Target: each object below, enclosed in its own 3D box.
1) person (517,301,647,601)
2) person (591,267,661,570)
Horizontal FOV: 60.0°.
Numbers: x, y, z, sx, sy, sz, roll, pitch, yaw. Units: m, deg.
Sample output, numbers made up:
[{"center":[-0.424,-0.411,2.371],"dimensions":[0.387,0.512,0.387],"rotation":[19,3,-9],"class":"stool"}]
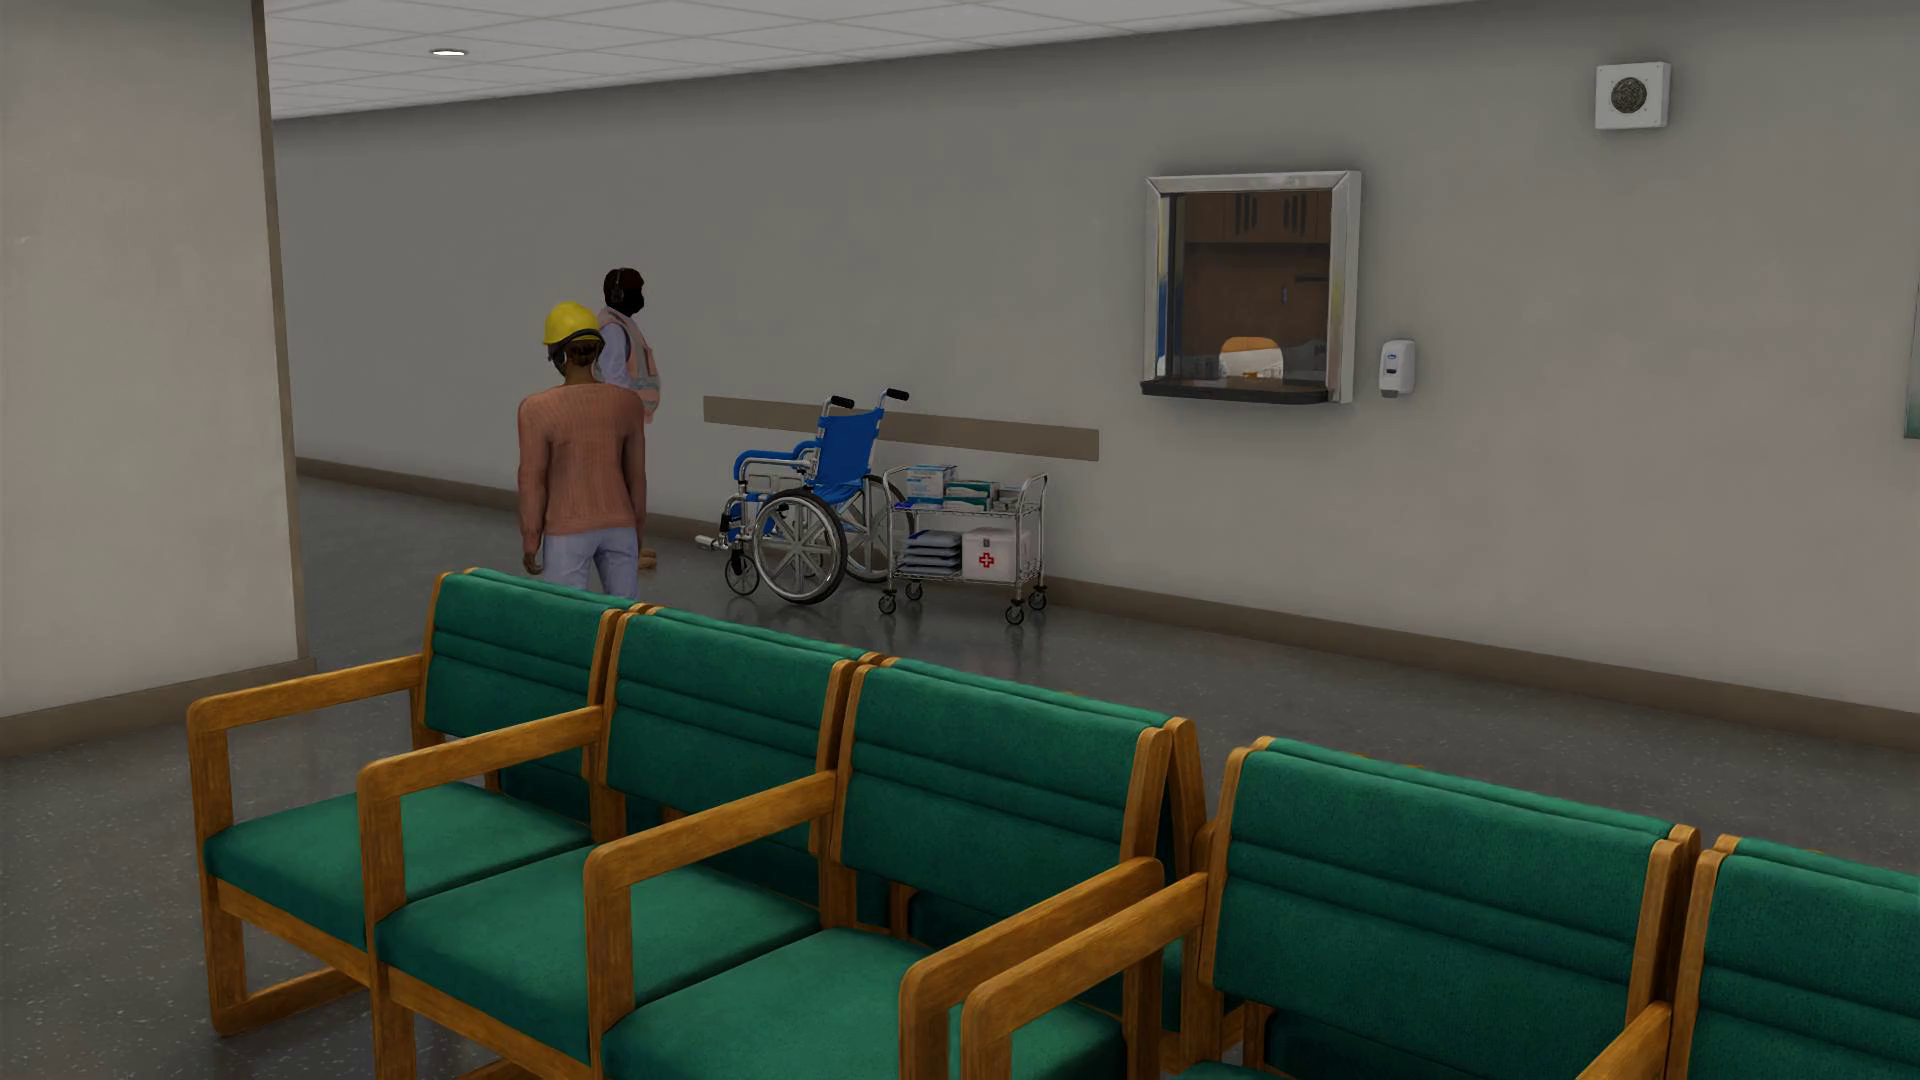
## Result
[{"center":[-1.449,-0.030,6.406],"dimensions":[0.522,1.758,0.349],"rotation":[-8,13,-38],"class":"person"},{"center":[-2.050,-0.744,10.225],"dimensions":[0.429,1.840,0.636],"rotation":[-1,10,-8],"class":"person"}]
